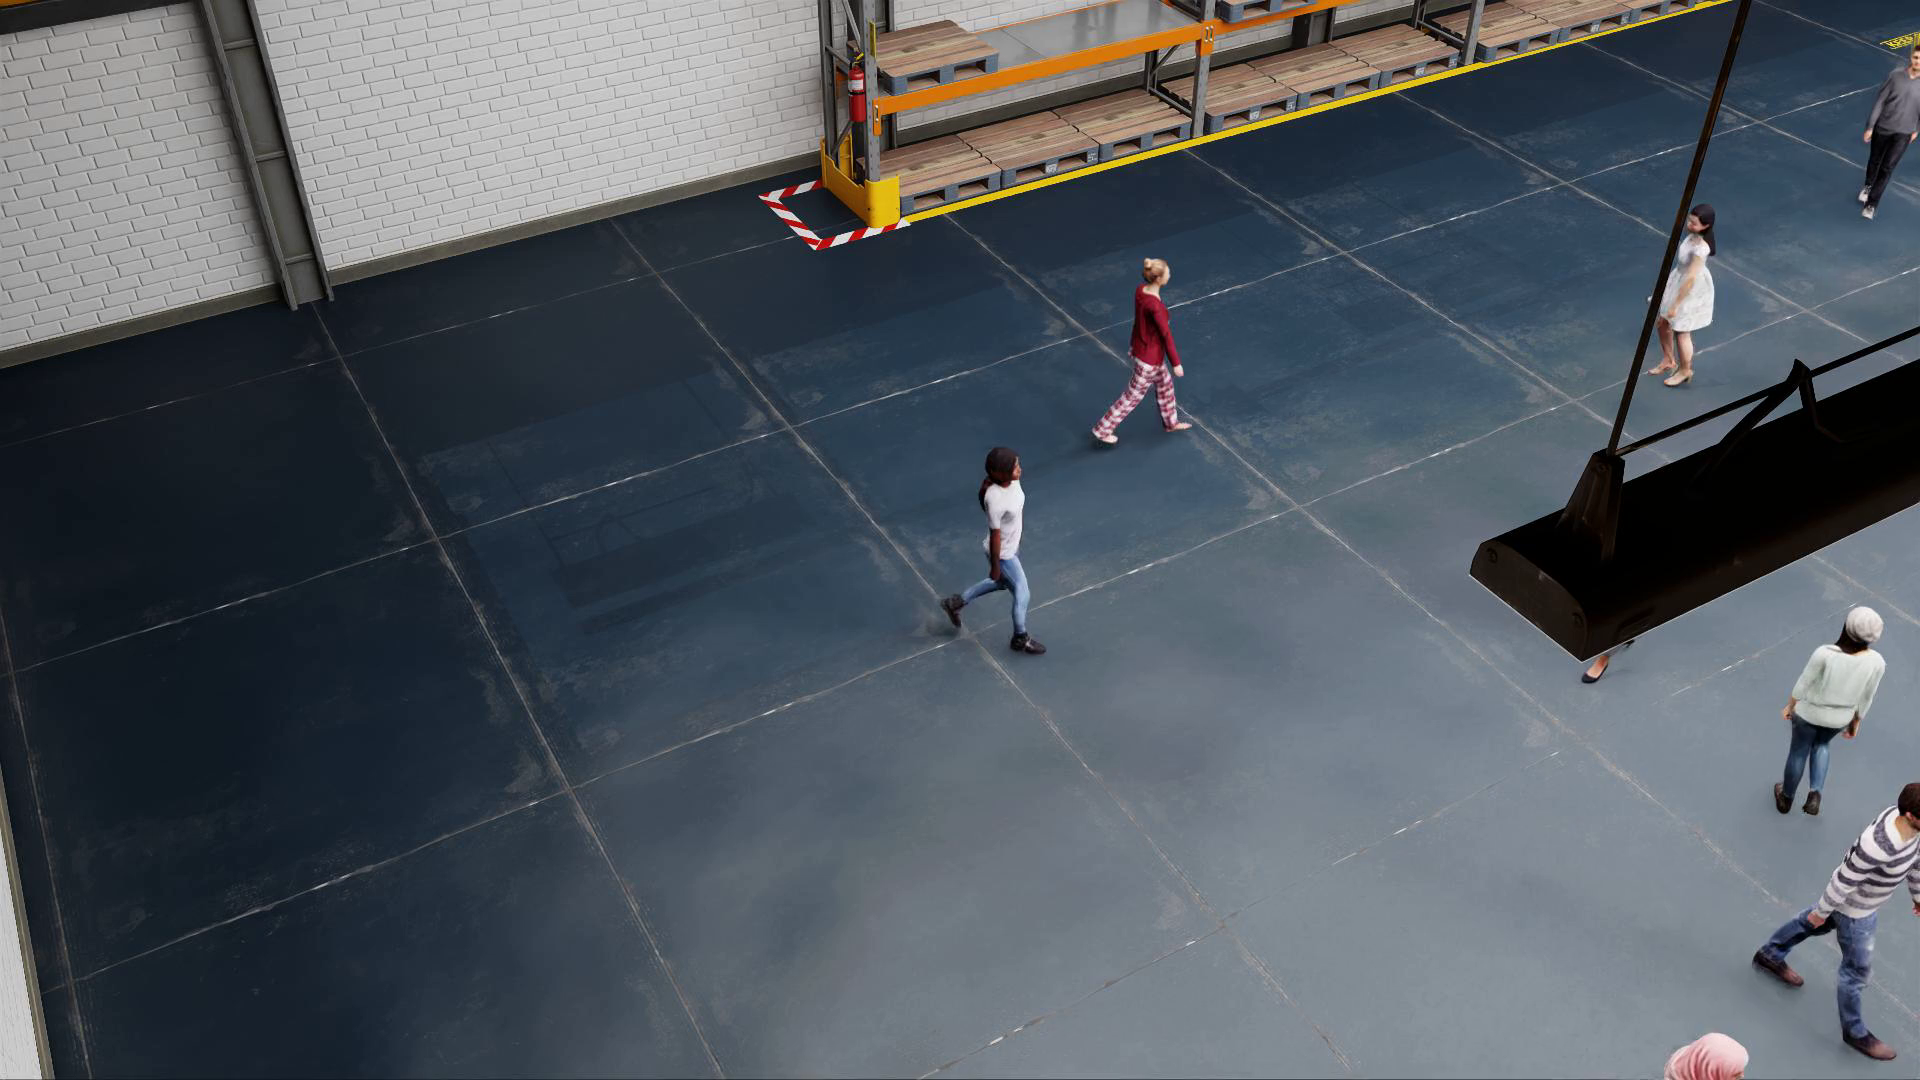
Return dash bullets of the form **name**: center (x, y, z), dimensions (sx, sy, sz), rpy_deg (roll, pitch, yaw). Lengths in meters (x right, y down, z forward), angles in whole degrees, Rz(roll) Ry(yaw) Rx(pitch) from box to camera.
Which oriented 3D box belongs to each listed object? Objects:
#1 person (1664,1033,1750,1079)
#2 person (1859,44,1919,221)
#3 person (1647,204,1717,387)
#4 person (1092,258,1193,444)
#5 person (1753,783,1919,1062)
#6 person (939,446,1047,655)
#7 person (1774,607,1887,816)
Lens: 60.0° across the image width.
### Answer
- **person**: center (3.214, 2.838, 7.781), dimensions (1.004, 1.788, 0.980), rpy_deg (14, 41, 17)
- **person**: center (9.277, -4.096, 16.523), dimensions (0.981, 1.713, 1.216), rpy_deg (21, 43, 25)
- **person**: center (6.120, -2.017, 13.900), dimensions (0.909, 1.737, 0.844), rpy_deg (14, 41, 17)
- **person**: center (1.427, -1.448, 13.256), dimensions (1.178, 1.653, 0.878), rpy_deg (-6, 39, -8)
- **person**: center (4.736, 1.873, 8.971), dimensions (0.908, 1.811, 1.098), rpy_deg (31, 48, 33)
- **person**: center (0.229, 0.062, 11.331), dimensions (1.073, 1.696, 1.012), rpy_deg (10, 40, 12)
- **person**: center (5.257, 1.098, 10.080), dimensions (0.747, 1.639, 0.805), rpy_deg (6, 39, 7)
